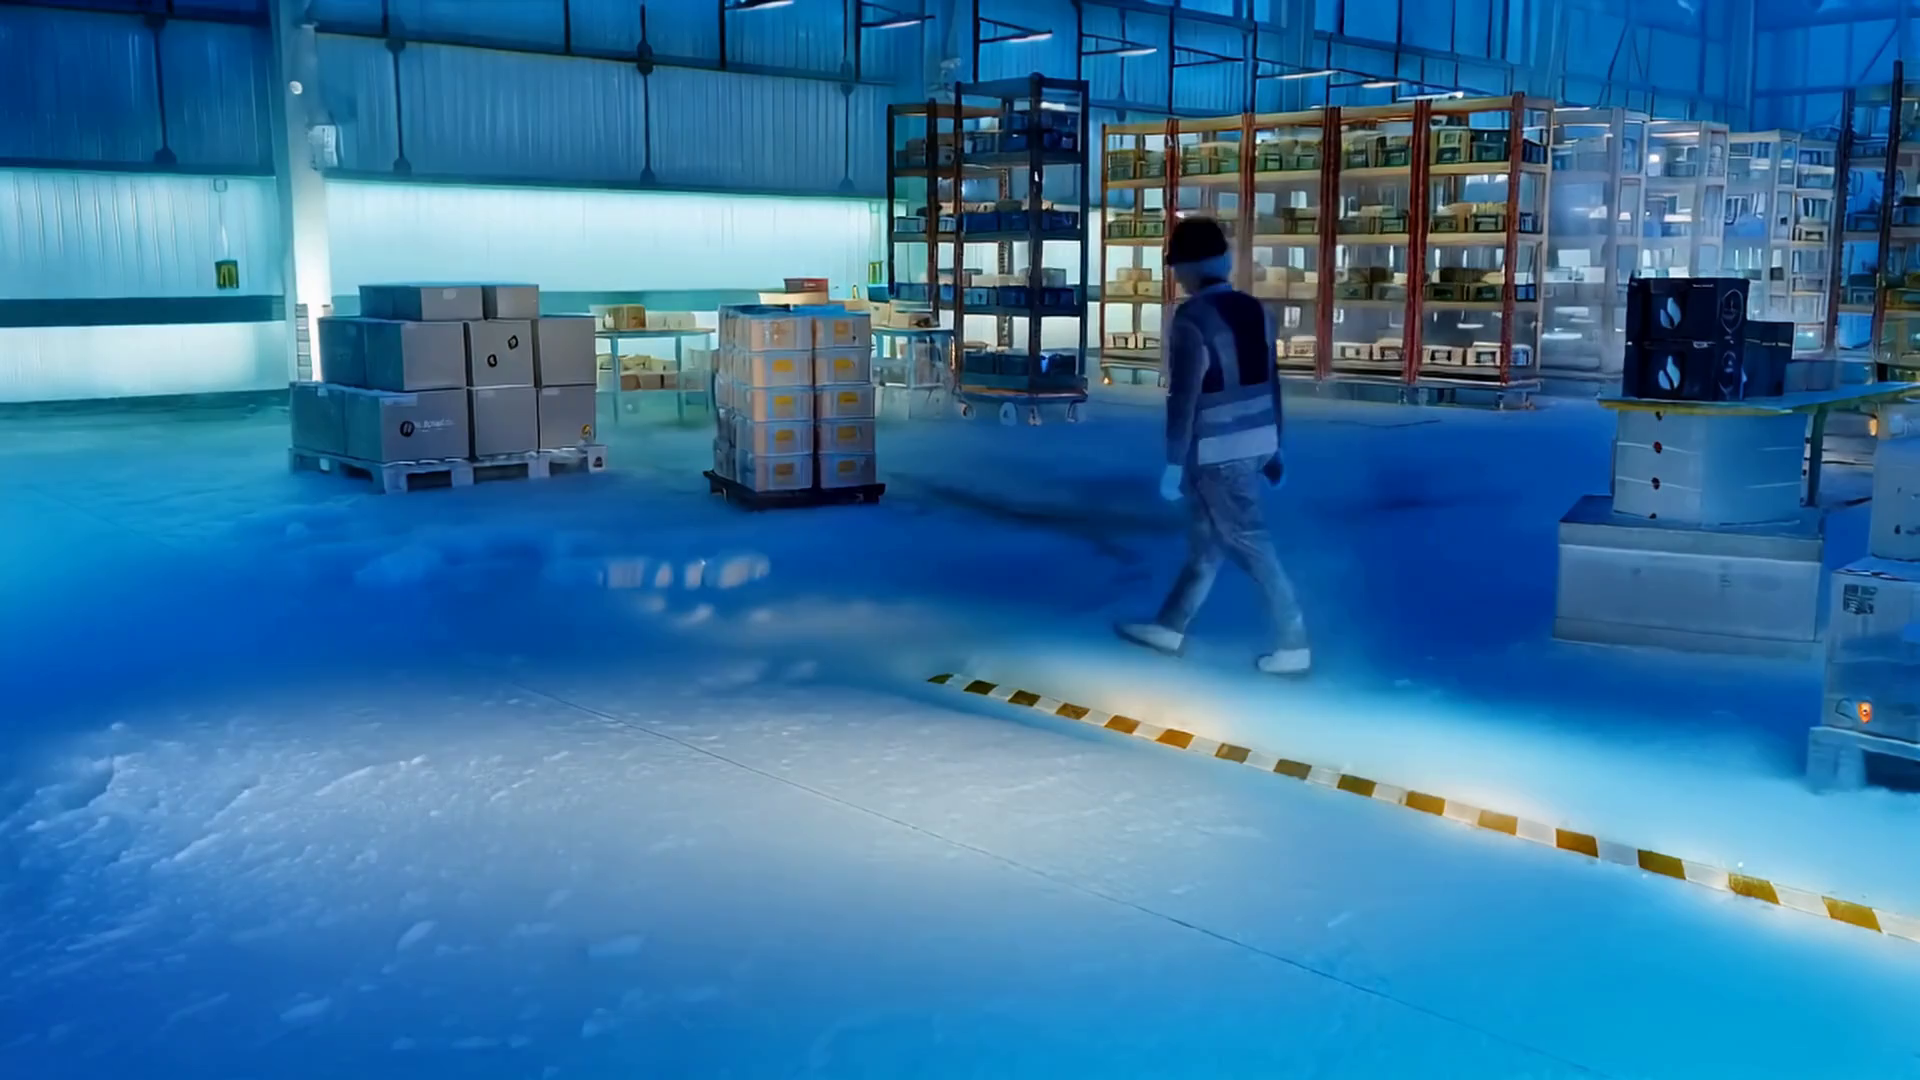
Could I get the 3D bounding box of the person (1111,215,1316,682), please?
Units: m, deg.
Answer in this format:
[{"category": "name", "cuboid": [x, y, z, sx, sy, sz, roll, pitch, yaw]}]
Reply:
[{"category": "person", "cuboid": [1.101, -0.374, 6.851, 0.941, 1.895, 0.616, 6, 11, 34]}]
